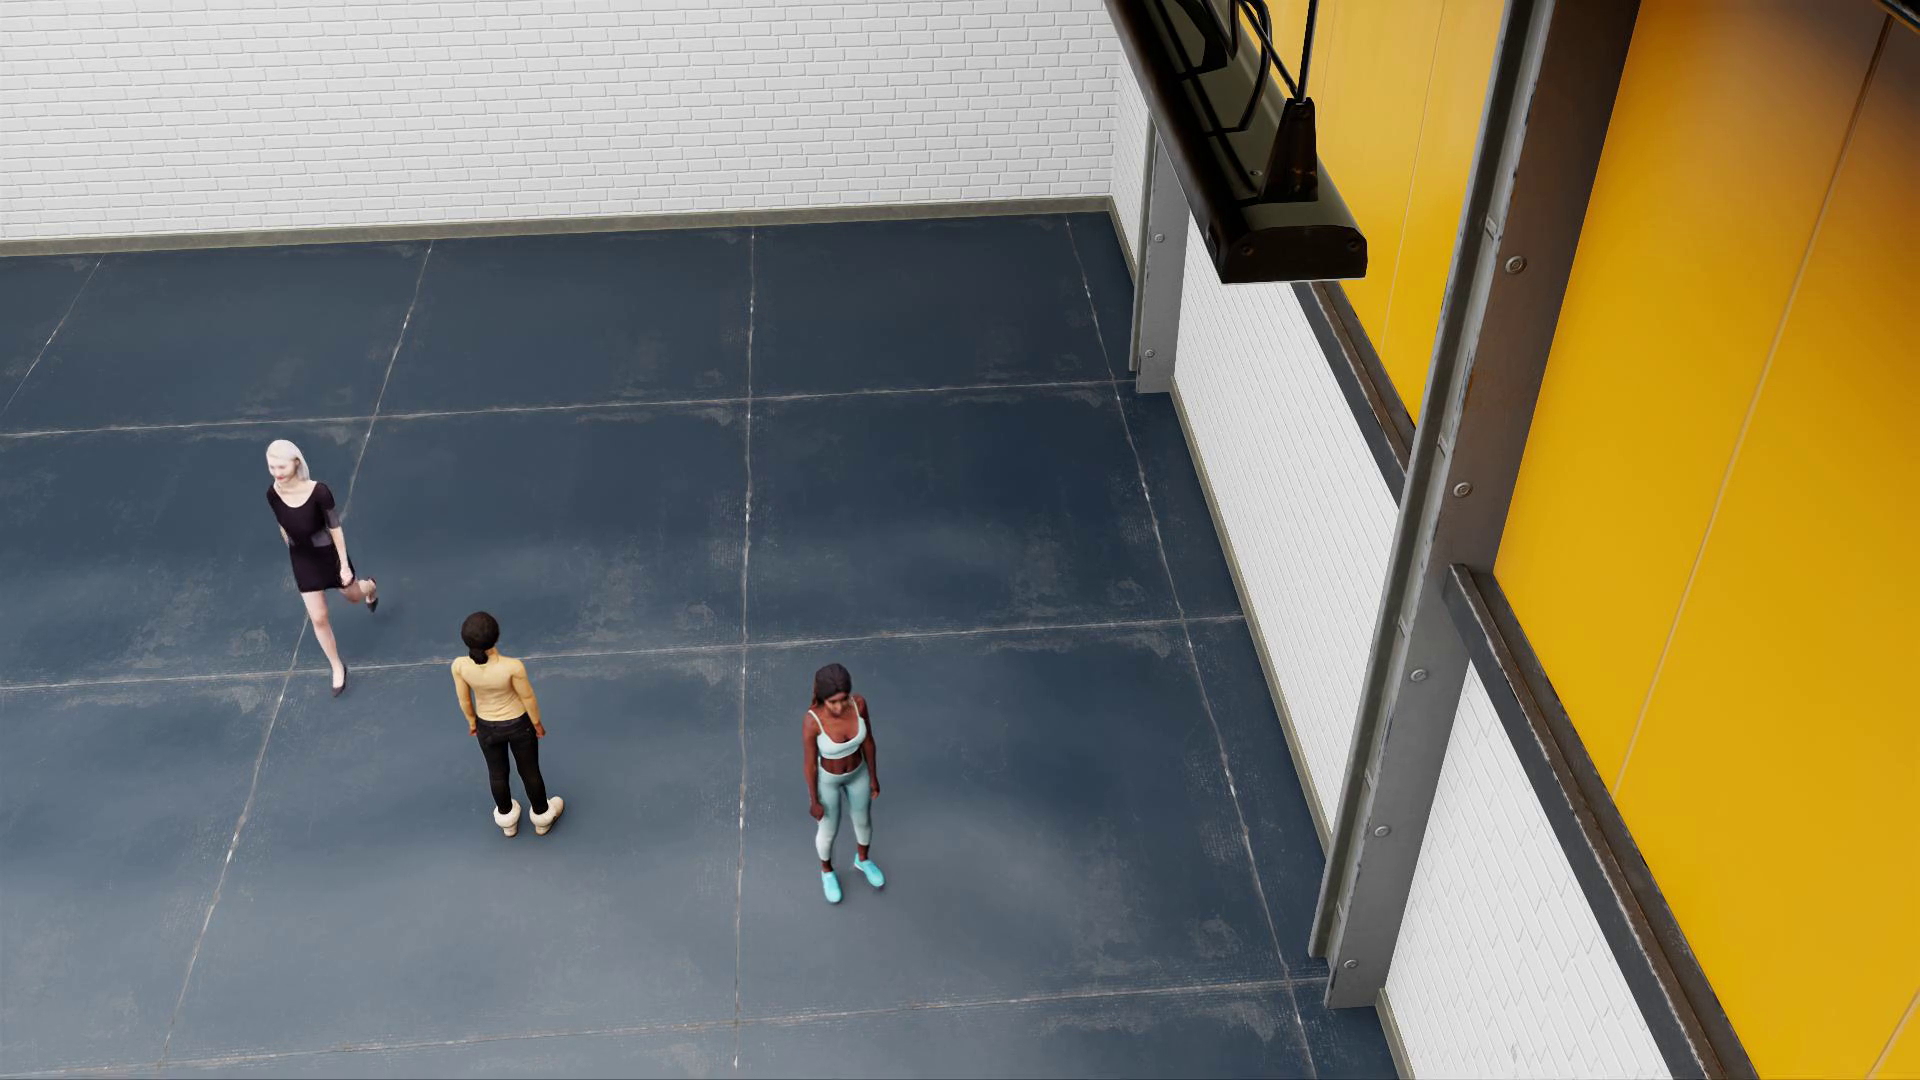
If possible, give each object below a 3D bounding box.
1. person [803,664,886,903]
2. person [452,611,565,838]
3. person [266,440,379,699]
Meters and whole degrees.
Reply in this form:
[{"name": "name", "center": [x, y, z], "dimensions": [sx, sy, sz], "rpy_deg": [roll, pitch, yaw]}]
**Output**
[{"name": "person", "center": [-0.653, 1.310, 9.097], "dimensions": [0.647, 1.719, 0.646], "rpy_deg": [-20, 43, -23]}, {"name": "person", "center": [-2.595, 1.051, 9.468], "dimensions": [0.600, 1.660, 0.575], "rpy_deg": [0, 39, 0]}, {"name": "person", "center": [-4.023, 0.081, 10.573], "dimensions": [0.595, 1.797, 1.109], "rpy_deg": [-2, 39, -2]}]
